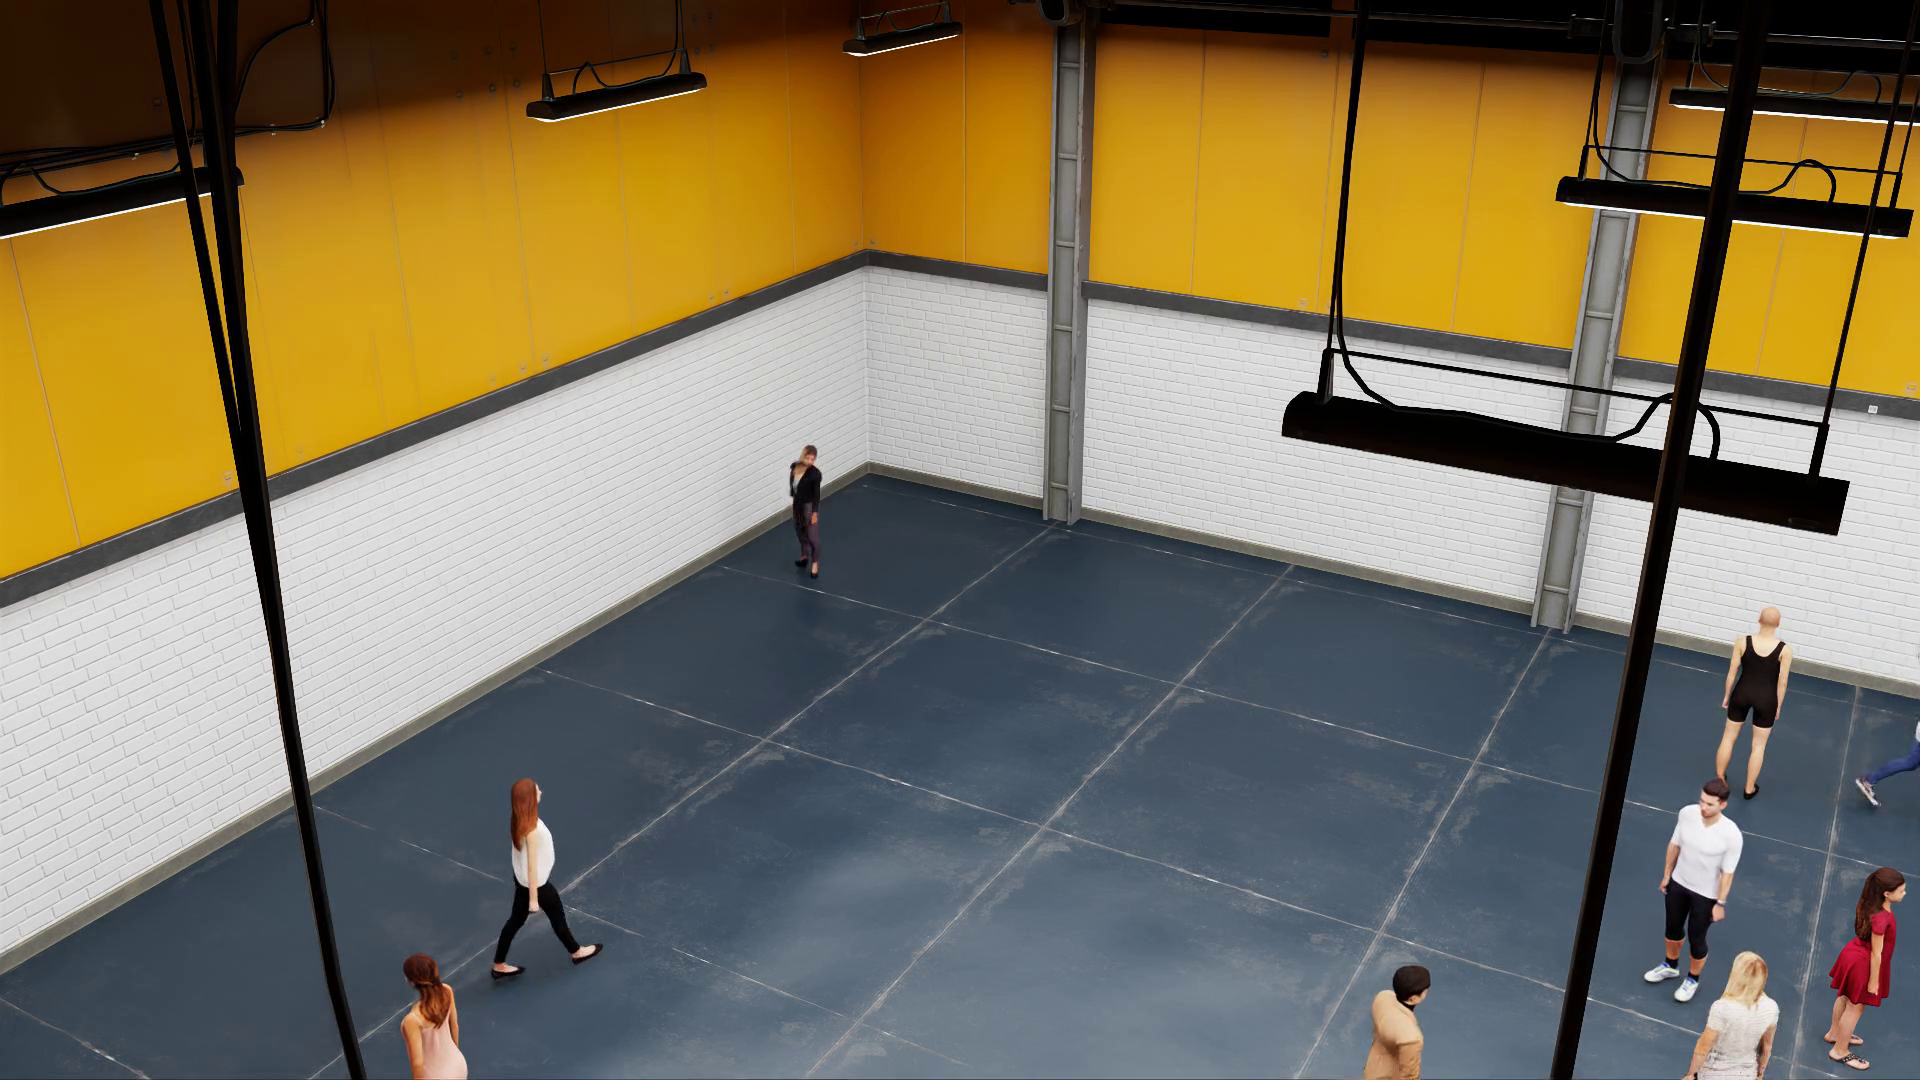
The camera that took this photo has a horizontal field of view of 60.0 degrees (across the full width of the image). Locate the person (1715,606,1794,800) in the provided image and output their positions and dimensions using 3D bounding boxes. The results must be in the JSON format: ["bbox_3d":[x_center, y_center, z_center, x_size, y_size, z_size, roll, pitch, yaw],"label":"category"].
[{"bbox_3d":[7.048,1.435,14.775,0.476,1.812,0.705,16,28,32],"label":"person"}]

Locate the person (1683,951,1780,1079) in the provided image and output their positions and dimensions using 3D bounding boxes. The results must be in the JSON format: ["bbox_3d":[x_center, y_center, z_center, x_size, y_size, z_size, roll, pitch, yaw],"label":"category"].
[{"bbox_3d":[4.803,3.394,10.292,0.802,1.814,0.860,-4,24,-10],"label":"person"}]

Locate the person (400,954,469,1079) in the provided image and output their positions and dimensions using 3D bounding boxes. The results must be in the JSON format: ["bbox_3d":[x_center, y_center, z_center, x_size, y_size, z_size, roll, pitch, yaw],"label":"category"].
[{"bbox_3d":[-3.230,3.349,10.371,0.539,1.833,0.597,10,26,22],"label":"person"}]

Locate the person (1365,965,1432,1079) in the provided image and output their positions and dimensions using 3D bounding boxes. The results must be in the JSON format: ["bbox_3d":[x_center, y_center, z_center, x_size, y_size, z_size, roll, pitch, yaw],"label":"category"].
[{"bbox_3d":[2.630,3.382,10.446,1.007,1.713,0.945,-6,24,-13],"label":"person"}]

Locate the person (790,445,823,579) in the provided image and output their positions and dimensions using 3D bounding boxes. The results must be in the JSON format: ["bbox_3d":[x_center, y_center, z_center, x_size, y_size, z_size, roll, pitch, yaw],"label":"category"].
[{"bbox_3d":[-1.773,-0.360,19.098,0.847,1.638,0.598,-17,29,-34],"label":"person"}]

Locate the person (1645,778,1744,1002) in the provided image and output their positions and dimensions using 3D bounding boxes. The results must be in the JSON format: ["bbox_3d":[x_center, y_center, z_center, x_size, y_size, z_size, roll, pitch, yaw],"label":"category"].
[{"bbox_3d":[5.415,2.533,12.224,0.805,1.844,0.674,-14,27,-29],"label":"person"}]

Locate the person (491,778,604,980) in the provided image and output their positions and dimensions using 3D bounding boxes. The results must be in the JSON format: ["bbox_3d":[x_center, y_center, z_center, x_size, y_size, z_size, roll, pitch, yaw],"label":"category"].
[{"bbox_3d":[-3.261,2.563,12.360,1.035,1.680,1.118,-14,27,-28],"label":"person"}]

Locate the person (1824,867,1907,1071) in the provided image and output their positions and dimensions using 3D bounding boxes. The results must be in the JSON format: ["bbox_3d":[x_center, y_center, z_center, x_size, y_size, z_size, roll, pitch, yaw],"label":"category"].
[{"bbox_3d":[6.327,2.952,11.627,0.661,1.554,0.601,7,25,15],"label":"person"}]
